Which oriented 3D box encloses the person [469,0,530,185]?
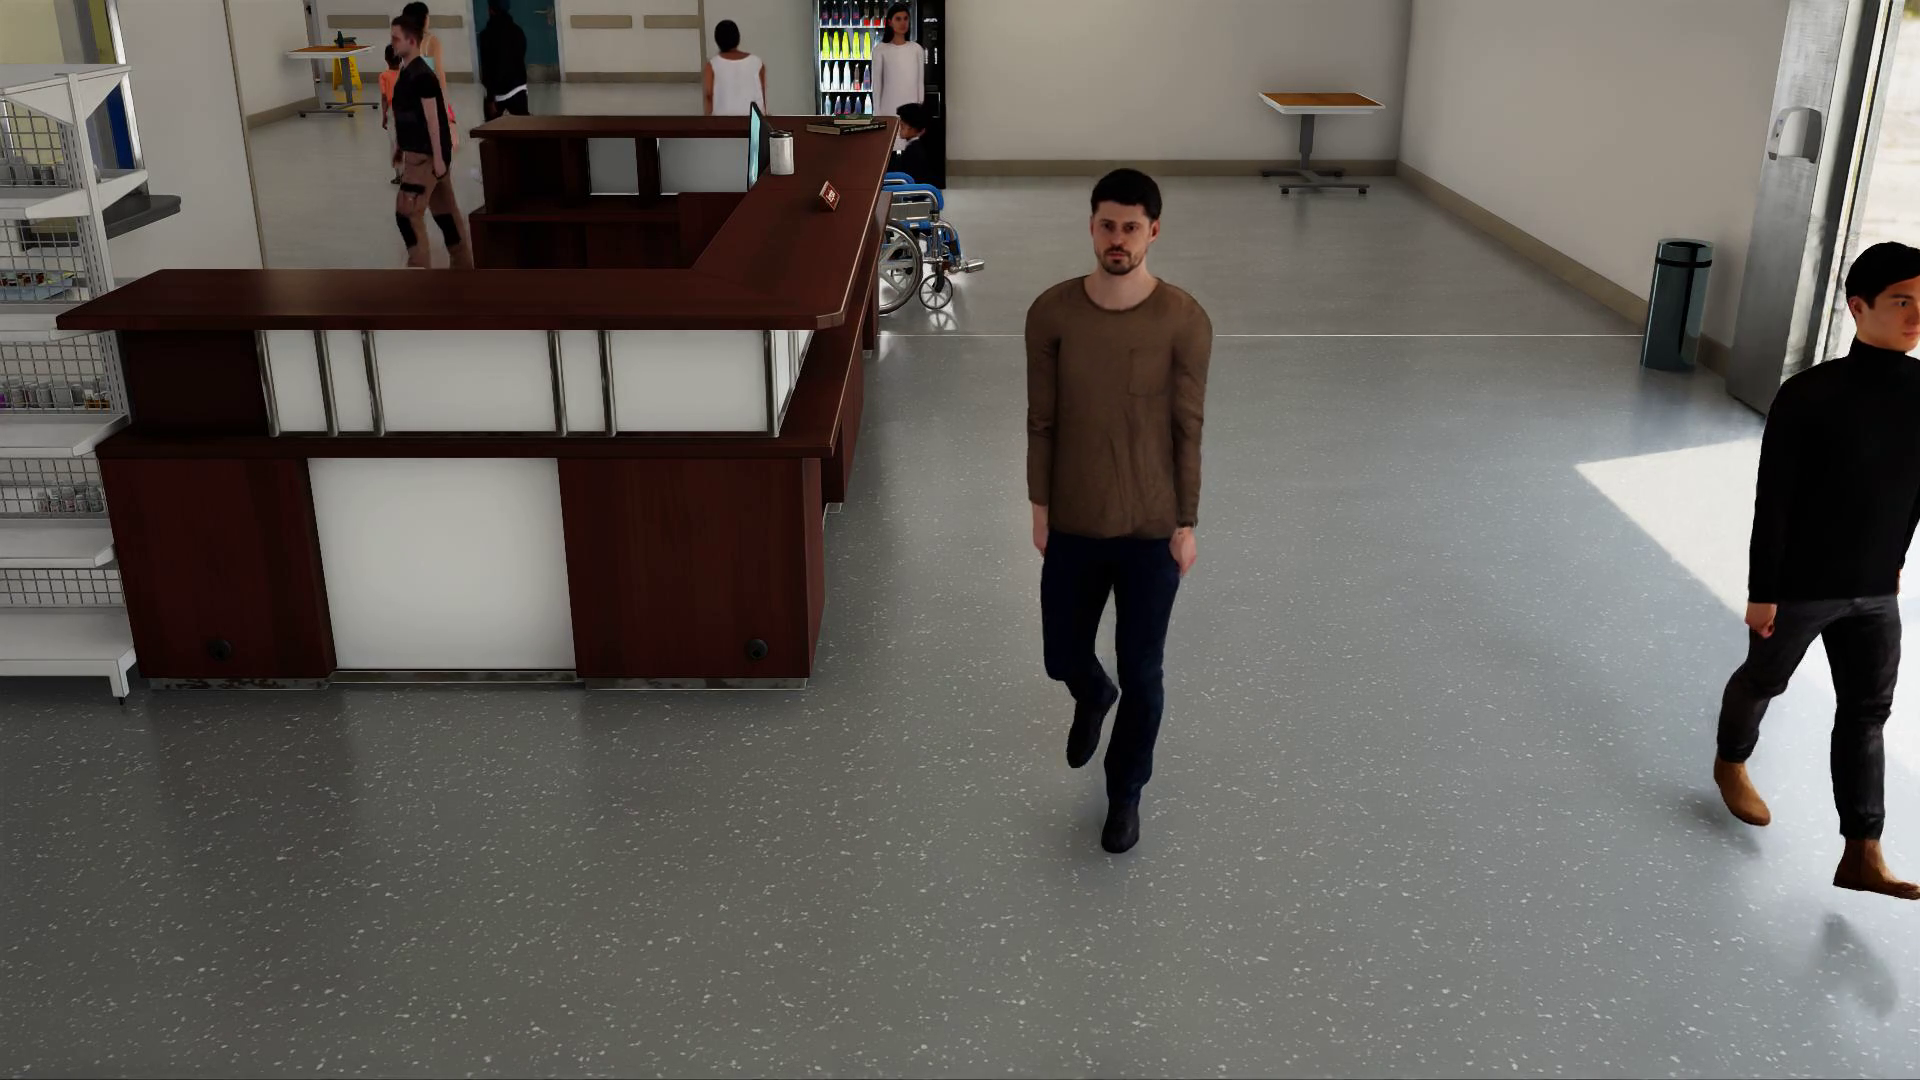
[{"bbox_3d":[-4.095,-4.067,15.245,1.245,1.776,1.163,17,27,38],"label":"person"}]

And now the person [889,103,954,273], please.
[{"bbox_3d":[-0.253,-2.452,11.749,0.891,1.193,0.654,5,21,12],"label":"person"}]

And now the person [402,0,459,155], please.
[{"bbox_3d":[-4.626,-3.726,14.386,0.765,1.747,0.794,8,22,20],"label":"person"}]

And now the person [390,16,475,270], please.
[{"bbox_3d":[-3.563,-2.639,11.414,0.978,1.819,0.885,-9,22,-21],"label":"person"}]

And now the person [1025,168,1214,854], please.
[{"bbox_3d":[0.444,-0.084,4.590,0.841,1.874,0.819,4,21,12],"label":"person"}]

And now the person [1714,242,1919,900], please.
[{"bbox_3d":[2.297,0.061,4.472,1.012,1.686,0.763,-1,21,-3],"label":"person"}]

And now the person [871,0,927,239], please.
[{"bbox_3d":[-0.485,-3.337,13.271,0.615,1.809,0.743,-9,23,-23],"label":"person"}]

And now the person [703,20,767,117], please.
[{"bbox_3d":[-1.774,-3.274,13.304,0.821,1.668,0.883,-7,22,-18],"label":"person"}]
